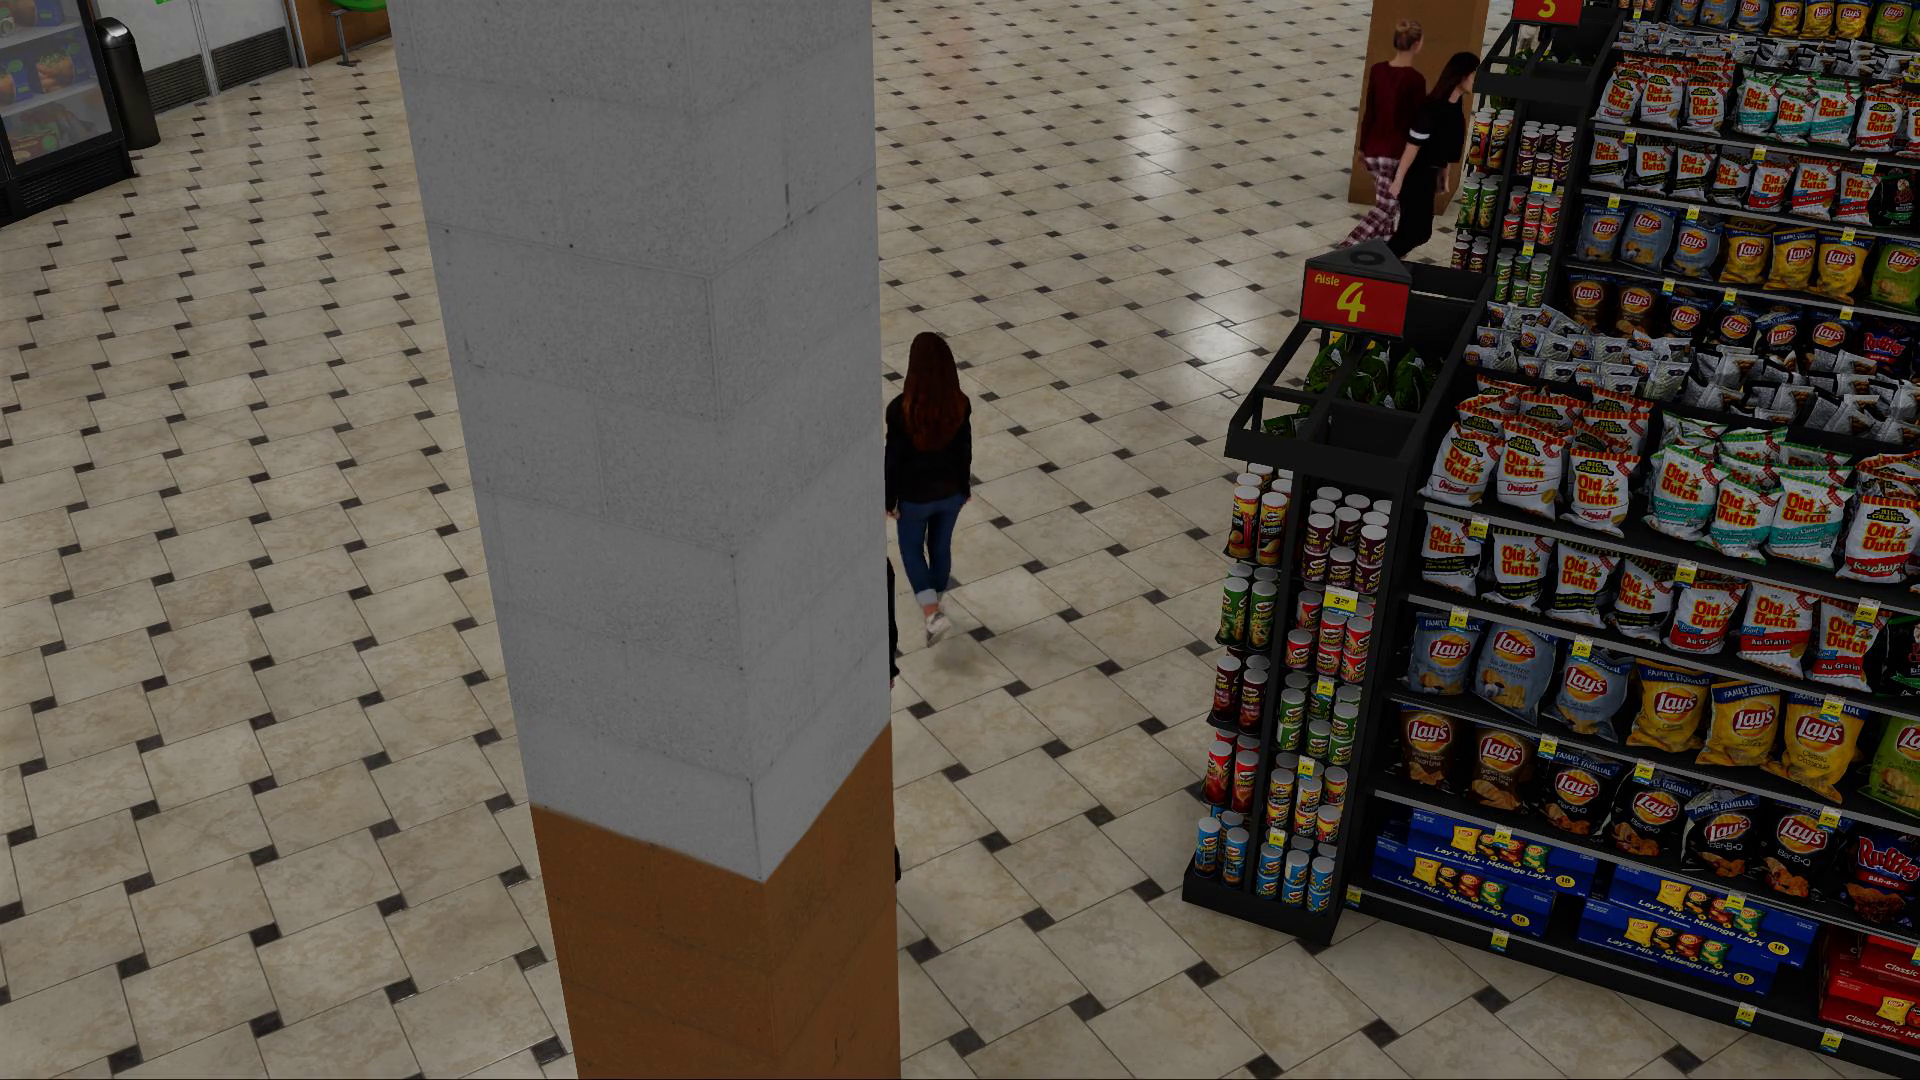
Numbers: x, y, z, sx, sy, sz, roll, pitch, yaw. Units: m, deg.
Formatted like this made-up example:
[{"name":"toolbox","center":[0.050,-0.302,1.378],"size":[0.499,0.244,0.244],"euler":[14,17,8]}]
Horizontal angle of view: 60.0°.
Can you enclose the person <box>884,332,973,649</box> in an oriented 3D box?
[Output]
[{"name":"person","center":[-0.109,-0.184,7.198],"size":[0.832,1.471,0.890],"euler":[-10,33,-16]}]

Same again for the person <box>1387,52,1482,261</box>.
[{"name":"person","center":[2.825,-2.245,10.388],"size":[0.763,1.599,0.699],"euler":[27,41,36]}]

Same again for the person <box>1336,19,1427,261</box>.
[{"name":"person","center":[2.693,-2.449,10.654],"size":[0.988,1.666,1.075],"euler":[-21,38,-30]}]
